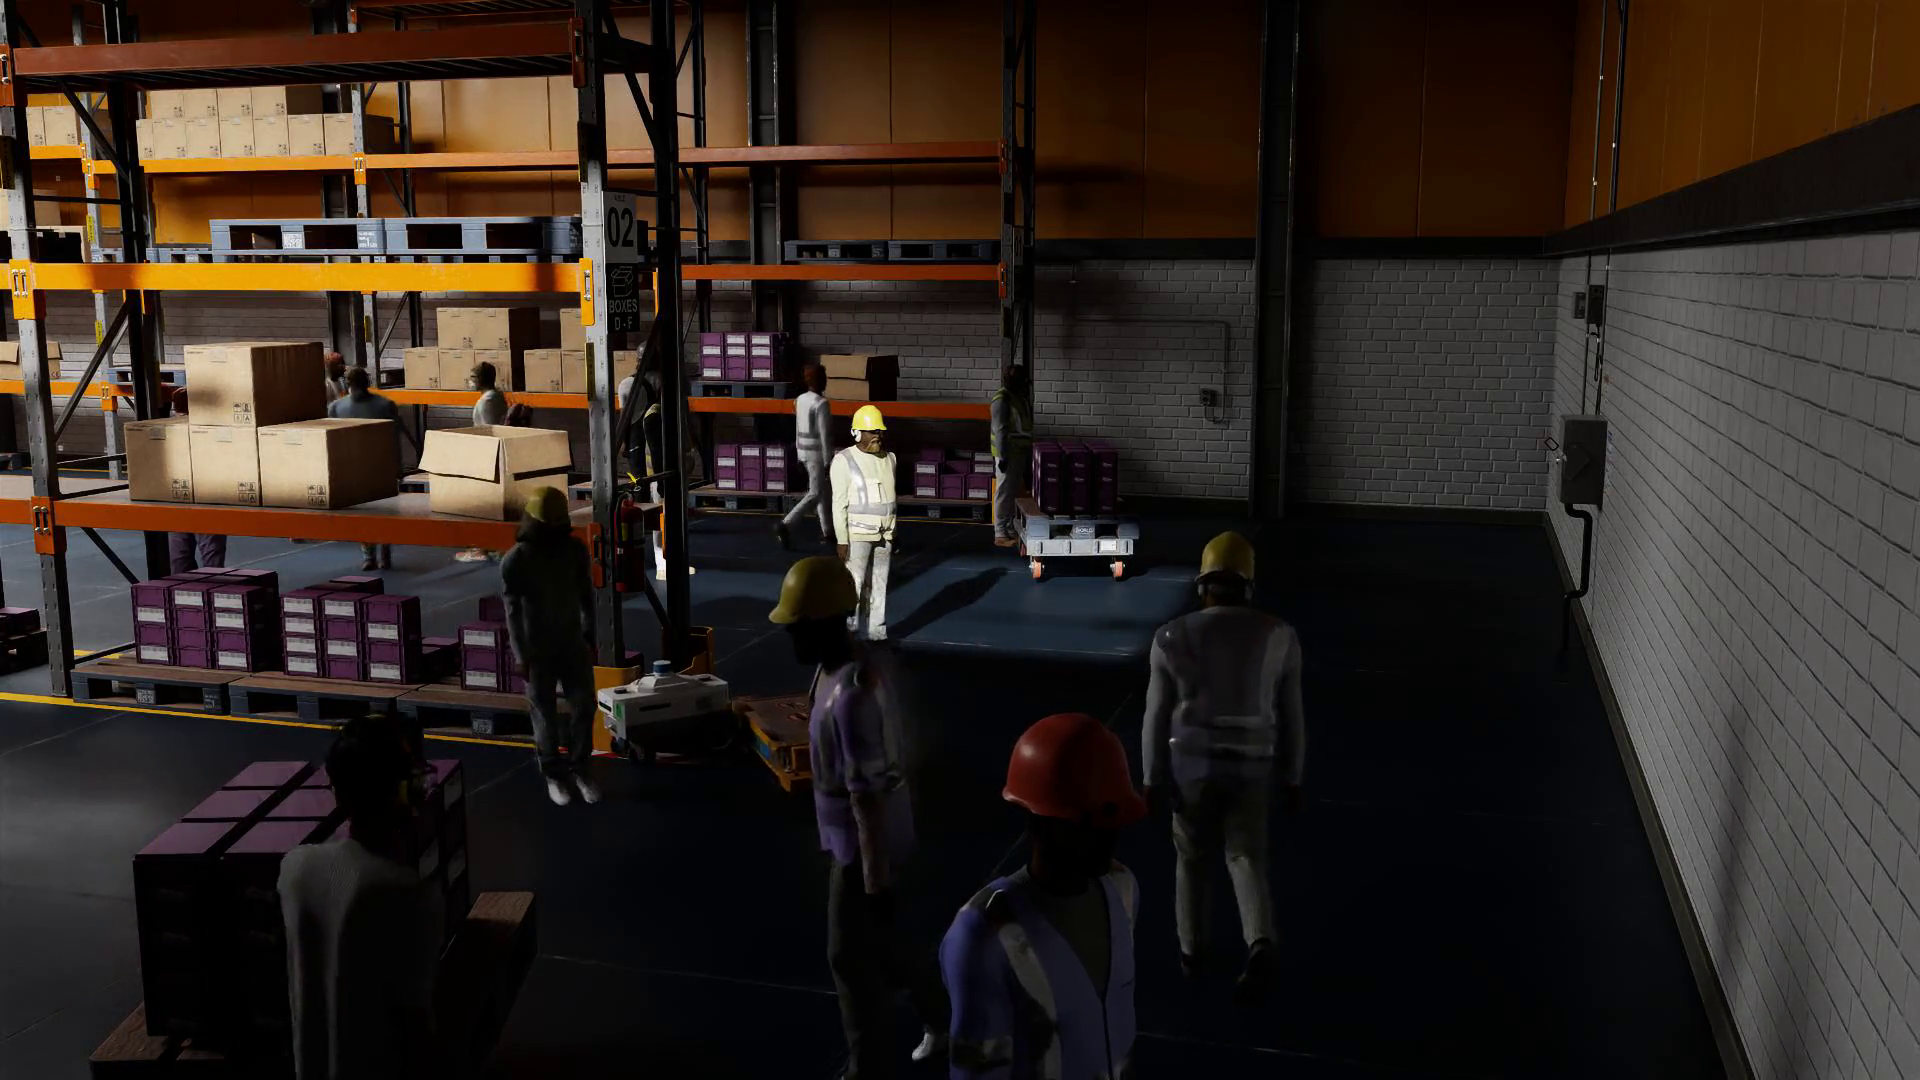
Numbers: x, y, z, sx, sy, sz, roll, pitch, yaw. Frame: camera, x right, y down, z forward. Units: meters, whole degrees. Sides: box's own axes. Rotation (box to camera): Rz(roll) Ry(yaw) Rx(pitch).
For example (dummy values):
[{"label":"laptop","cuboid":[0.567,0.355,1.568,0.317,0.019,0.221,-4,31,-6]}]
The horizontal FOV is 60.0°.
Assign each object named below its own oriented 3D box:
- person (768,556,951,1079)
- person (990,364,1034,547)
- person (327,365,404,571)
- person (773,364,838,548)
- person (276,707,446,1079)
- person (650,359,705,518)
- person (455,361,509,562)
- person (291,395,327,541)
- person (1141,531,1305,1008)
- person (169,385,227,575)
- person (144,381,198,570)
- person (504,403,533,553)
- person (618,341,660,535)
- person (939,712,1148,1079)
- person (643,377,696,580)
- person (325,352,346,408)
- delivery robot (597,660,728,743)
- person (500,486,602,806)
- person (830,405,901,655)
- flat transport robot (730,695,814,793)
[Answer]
[{"label":"person","cuboid":[-0.287,0.971,5.501,0.658,1.897,0.617,-1,9,-8]},{"label":"person","cuboid":[0.532,-0.857,16.818,0.430,1.839,0.626,4,10,21]},{"label":"person","cuboid":[-5.470,-0.645,15.288,0.638,1.913,0.568,-1,9,-6]},{"label":"person","cuboid":[-1.498,-0.829,16.618,0.857,1.858,0.577,-6,11,-33]},{"label":"person","cuboid":[-1.281,1.282,3.841,0.500,1.820,0.946,4,10,24]},{"label":"person","cuboid":[-3.246,-1.143,18.403,0.794,1.895,0.437,-2,10,-14]},{"label":"person","cuboid":[-4.562,-0.737,15.834,0.725,1.916,0.662,0,9,-2]},{"label":"person","cuboid":[-6.874,-0.983,17.298,0.602,1.947,1.042,-4,10,-23]},{"label":"person","cuboid":[1.010,0.878,6.363,0.619,1.801,0.718,0,9,3]},{"label":"person","cuboid":[-5.904,-0.245,12.873,0.636,1.911,0.406,1,9,6]},{"label":"person","cuboid":[-6.191,-0.279,12.990,0.547,1.938,0.378,0,9,-2]},{"label":"person","cuboid":[-3.832,-0.370,14.457,0.314,1.639,0.514,-3,10,-20]},{"label":"person","cuboid":[-3.287,-1.081,17.563,0.682,2.000,0.536,-5,10,-27]},{"label":"person","cuboid":[0.206,1.291,3.420,0.379,1.938,0.547,8,12,40]},{"label":"person","cuboid":[-2.608,-0.563,15.016,0.429,1.844,0.627,1,9,7]},{"label":"person","cuboid":[-7.078,-1.196,18.818,0.580,1.856,0.590,0,9,2]},{"label":"delivery robot","cuboid":[-1.700,0.933,9.521,0.707,0.478,0.477,-6,11,-33]},{"label":"person","cuboid":[-2.101,0.556,8.587,0.517,1.700,0.479,-6,11,-33]},{"label":"person","cuboid":[-0.651,-0.054,11.934,0.404,1.831,0.600,9,13,43]},{"label":"flat transport robot","cuboid":[-0.849,1.122,9.521,0.652,0.197,1.431,-4,10,-21]}]
